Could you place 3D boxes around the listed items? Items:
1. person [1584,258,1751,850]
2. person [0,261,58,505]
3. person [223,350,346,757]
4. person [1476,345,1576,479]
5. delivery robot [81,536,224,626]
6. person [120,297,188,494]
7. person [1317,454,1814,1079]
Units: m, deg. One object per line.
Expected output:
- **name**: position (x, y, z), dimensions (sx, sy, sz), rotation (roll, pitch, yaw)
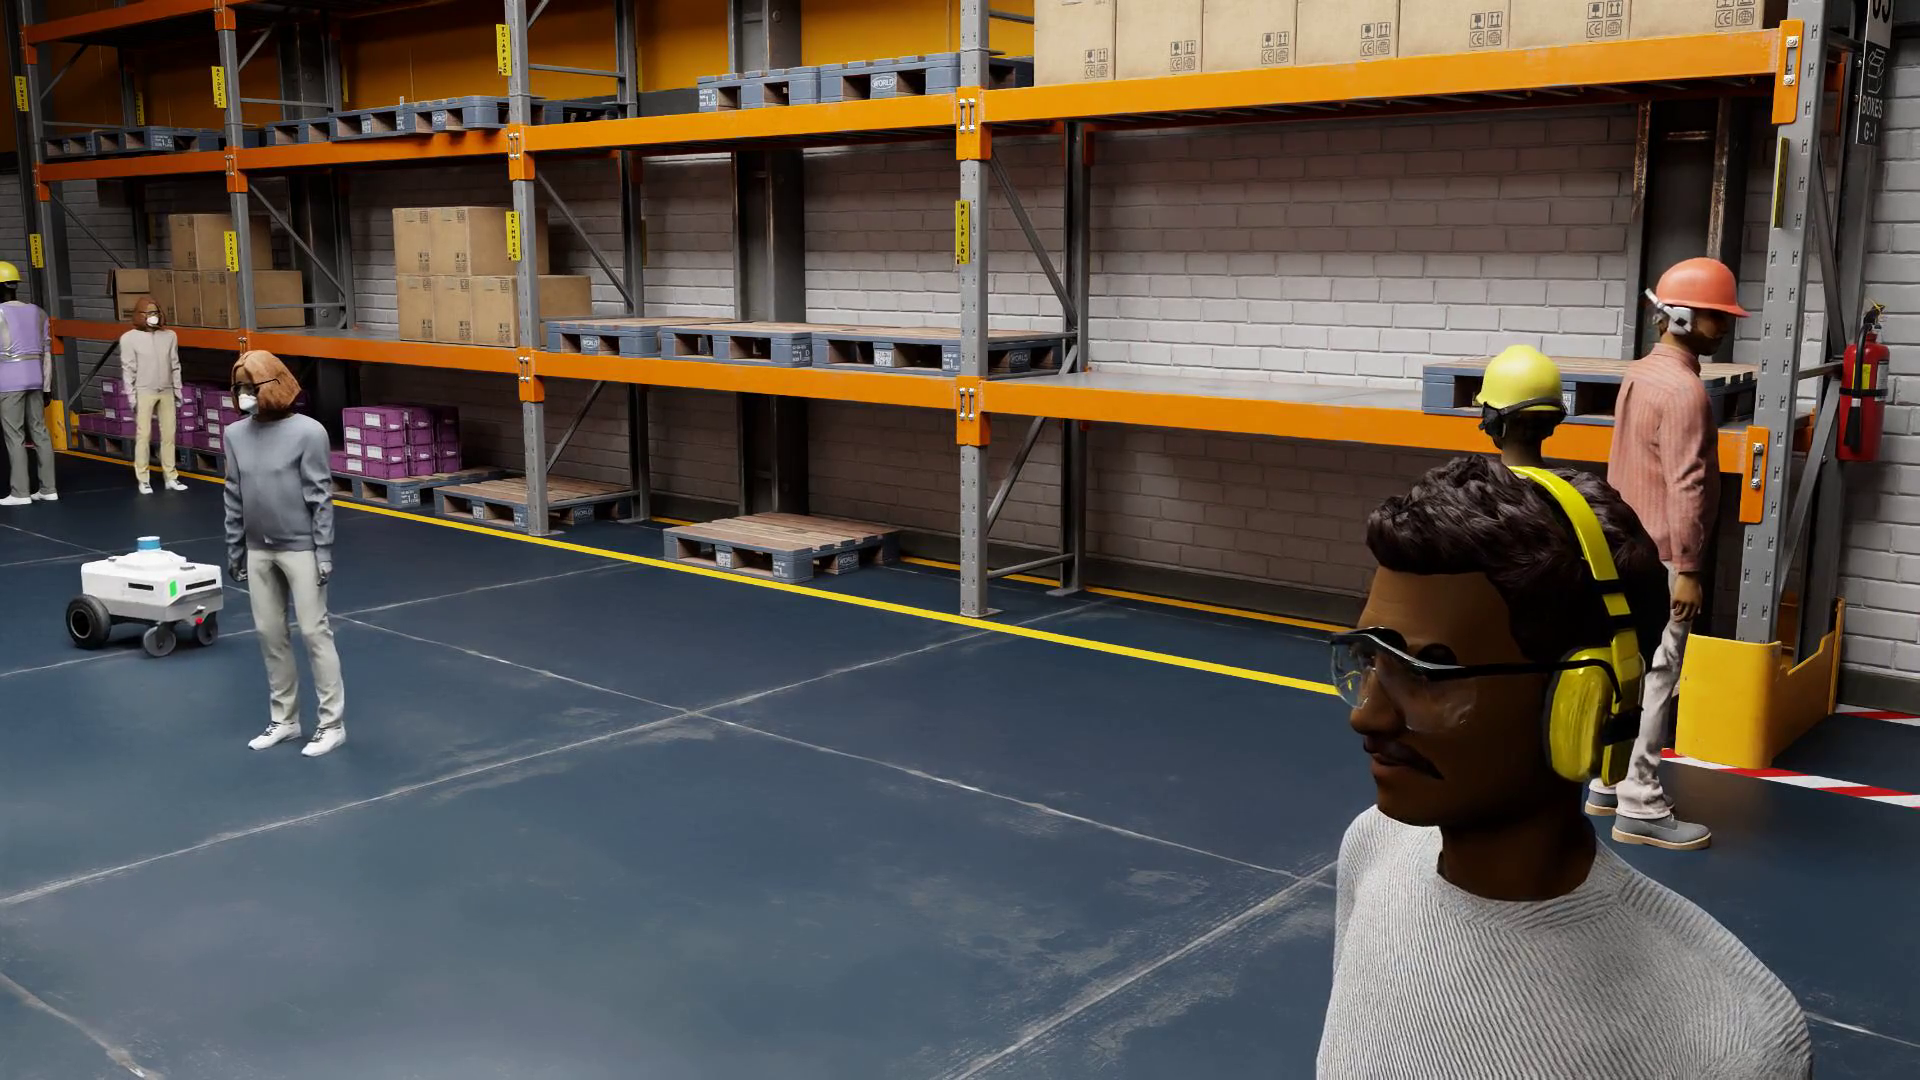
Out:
- **person**: position (2.412, 0.039, 5.686), dimensions (0.397, 1.992, 0.623), rotation (1, 10, 5)
- **person**: position (-7.460, -1.230, 13.146), dimensions (0.401, 1.919, 0.588), rotation (4, 11, 21)
- **person**: position (-2.725, 0.053, 6.671), dimensions (0.507, 1.622, 0.290), rotation (3, 10, 18)
- **person**: position (1.469, 0.367, 4.465), dimensions (0.525, 1.772, 0.308), rotation (-2, 10, -9)
- **delivery robot**: position (-4.105, 0.226, 8.457), dimensions (0.707, 0.478, 0.477), rotation (5, 11, 25)
- **person**: position (-6.676, -1.194, 13.774), dimensions (0.286, 1.624, 0.499), rotation (6, 12, 32)
- **person**: position (0.407, 0.859, 1.382), dimensions (0.329, 1.870, 0.511), rotation (-4, 11, -24)
